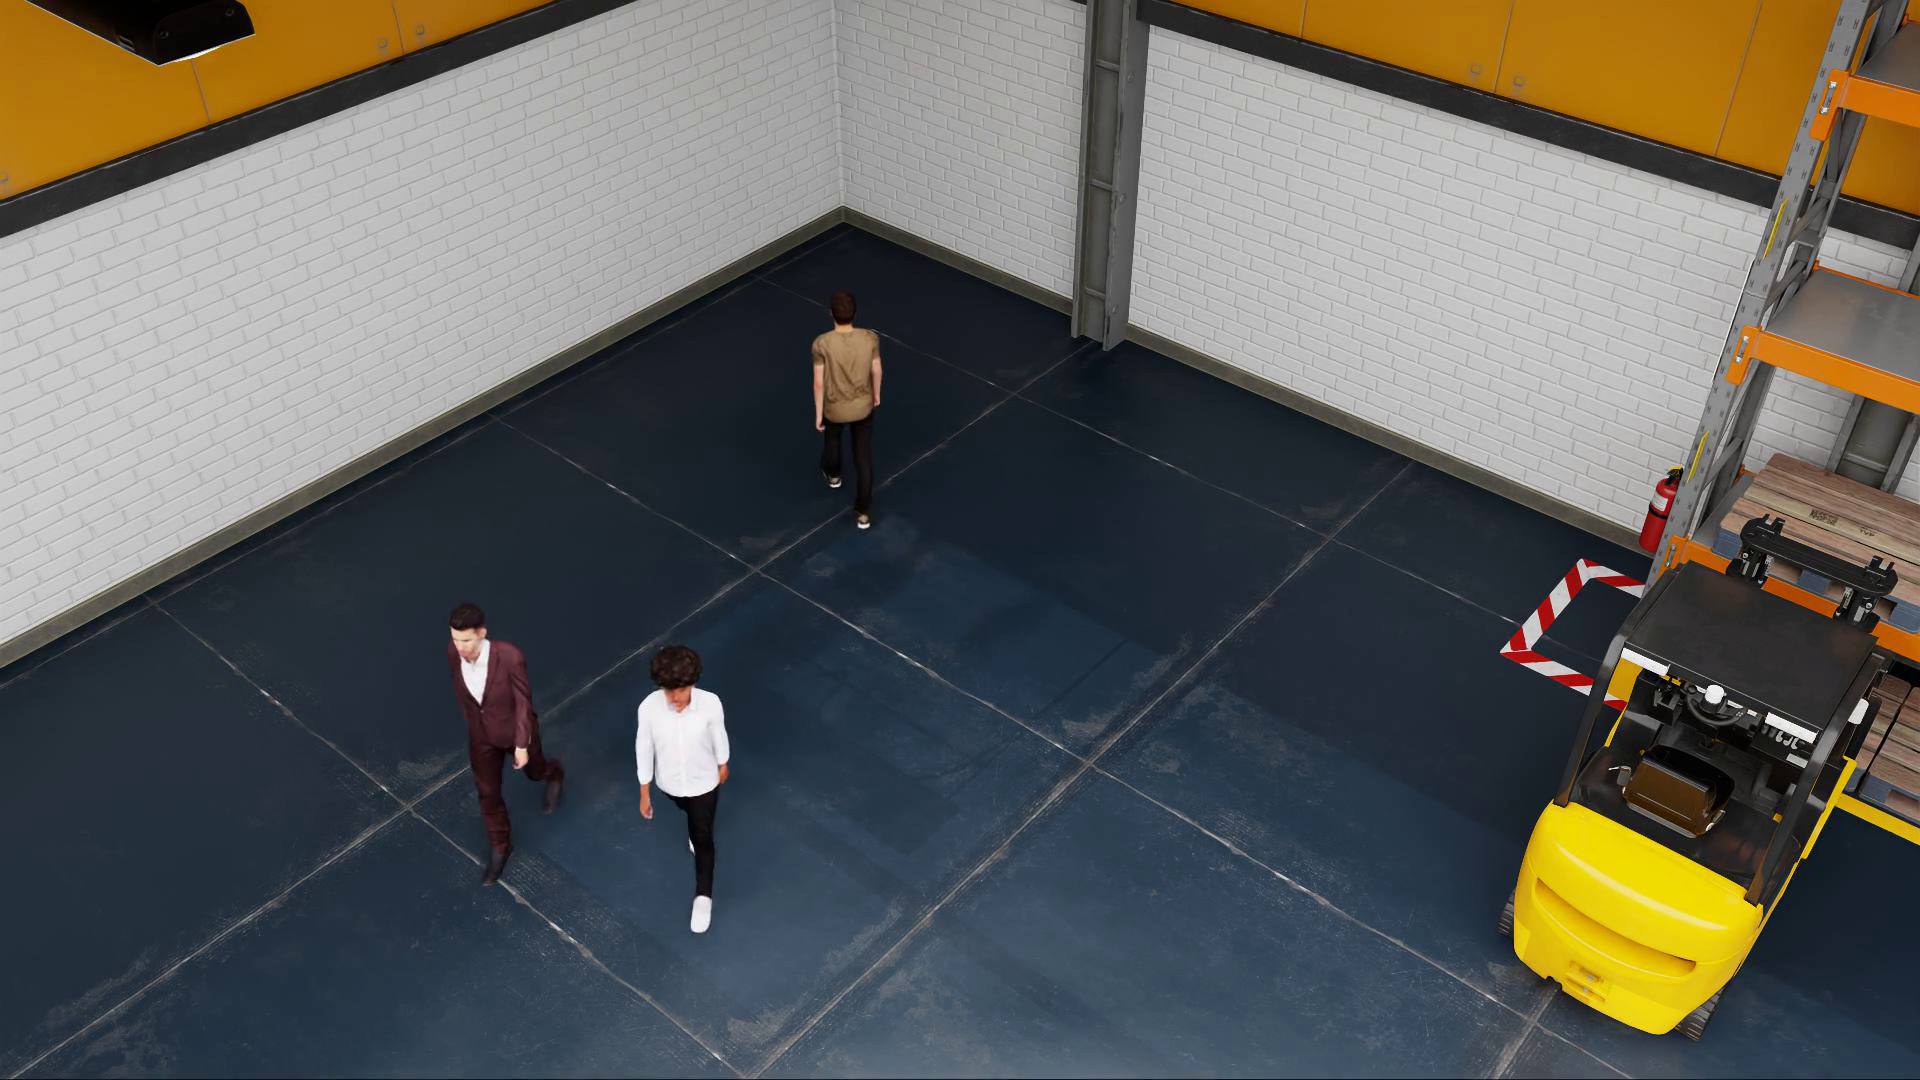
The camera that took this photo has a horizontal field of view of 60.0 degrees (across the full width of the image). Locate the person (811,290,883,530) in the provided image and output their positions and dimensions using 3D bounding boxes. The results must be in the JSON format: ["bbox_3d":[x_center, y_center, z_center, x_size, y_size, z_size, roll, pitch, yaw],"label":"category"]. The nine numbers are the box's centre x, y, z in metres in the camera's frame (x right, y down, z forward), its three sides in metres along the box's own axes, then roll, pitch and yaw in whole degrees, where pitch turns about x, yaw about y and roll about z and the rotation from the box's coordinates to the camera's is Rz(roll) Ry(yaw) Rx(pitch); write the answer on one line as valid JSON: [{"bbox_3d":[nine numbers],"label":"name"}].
[{"bbox_3d":[-0.790,-0.893,11.986,1.073,1.815,1.200,-9,39,-11],"label":"person"}]

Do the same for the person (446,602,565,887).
[{"bbox_3d":[-2.584,1.025,9.560,1.197,1.846,1.112,5,39,6],"label":"person"}]

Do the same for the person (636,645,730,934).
[{"bbox_3d":[-1.540,1.244,9.357,1.169,1.757,1.161,1,39,1],"label":"person"}]
